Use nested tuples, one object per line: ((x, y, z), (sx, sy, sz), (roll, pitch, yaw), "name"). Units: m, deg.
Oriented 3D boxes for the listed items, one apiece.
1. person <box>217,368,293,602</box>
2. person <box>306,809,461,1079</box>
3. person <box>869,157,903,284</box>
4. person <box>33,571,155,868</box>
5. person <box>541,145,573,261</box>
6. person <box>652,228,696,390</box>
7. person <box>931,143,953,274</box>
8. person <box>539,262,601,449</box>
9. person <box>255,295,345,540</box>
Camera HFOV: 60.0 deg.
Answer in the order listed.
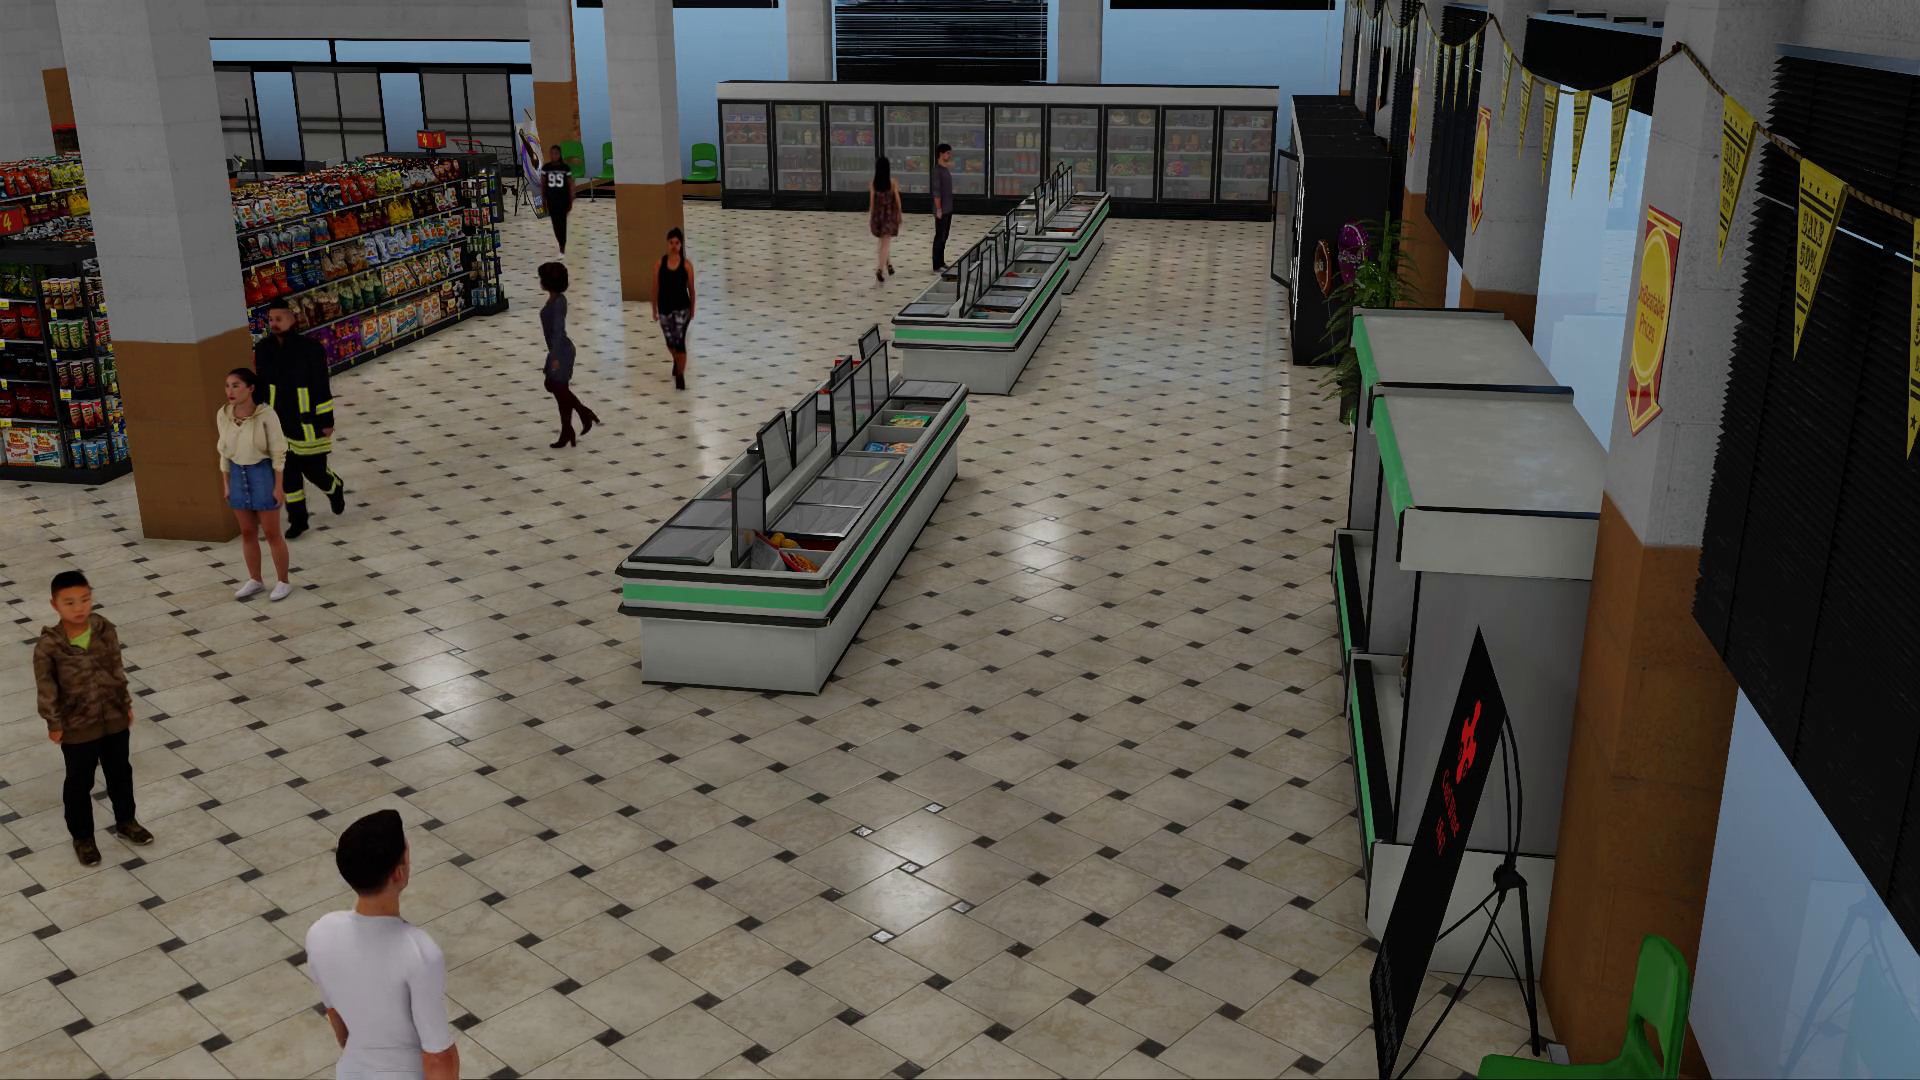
((-4.850, -0.392, 11.451), (0.630, 1.631, 0.537), (4, 19, 11), "person")
((-1.727, 1.725, 4.917), (0.820, 1.795, 1.257), (7, 20, 19), "person")
((-1.060, -4.414, 23.239), (0.580, 1.721, 1.181), (3, 19, 10), "person")
((-4.225, 0.840, 8.075), (0.734, 1.454, 0.635), (14, 23, 35), "person")
((-6.166, -5.154, 25.491), (0.840, 1.686, 1.249), (-2, 19, -7), "person")
((-3.014, -2.445, 17.546), (0.727, 1.627, 1.129), (0, 19, 0), "person")
((-0.268, -4.868, 24.382), (0.738, 1.851, 0.483), (4, 19, 13), "person")
((-3.553, -1.669, 15.132), (0.796, 1.701, 0.755), (-5, 19, -15), "person")
((-5.068, -0.960, 12.813), (0.809, 1.838, 0.930), (1, 19, 3), "person")
